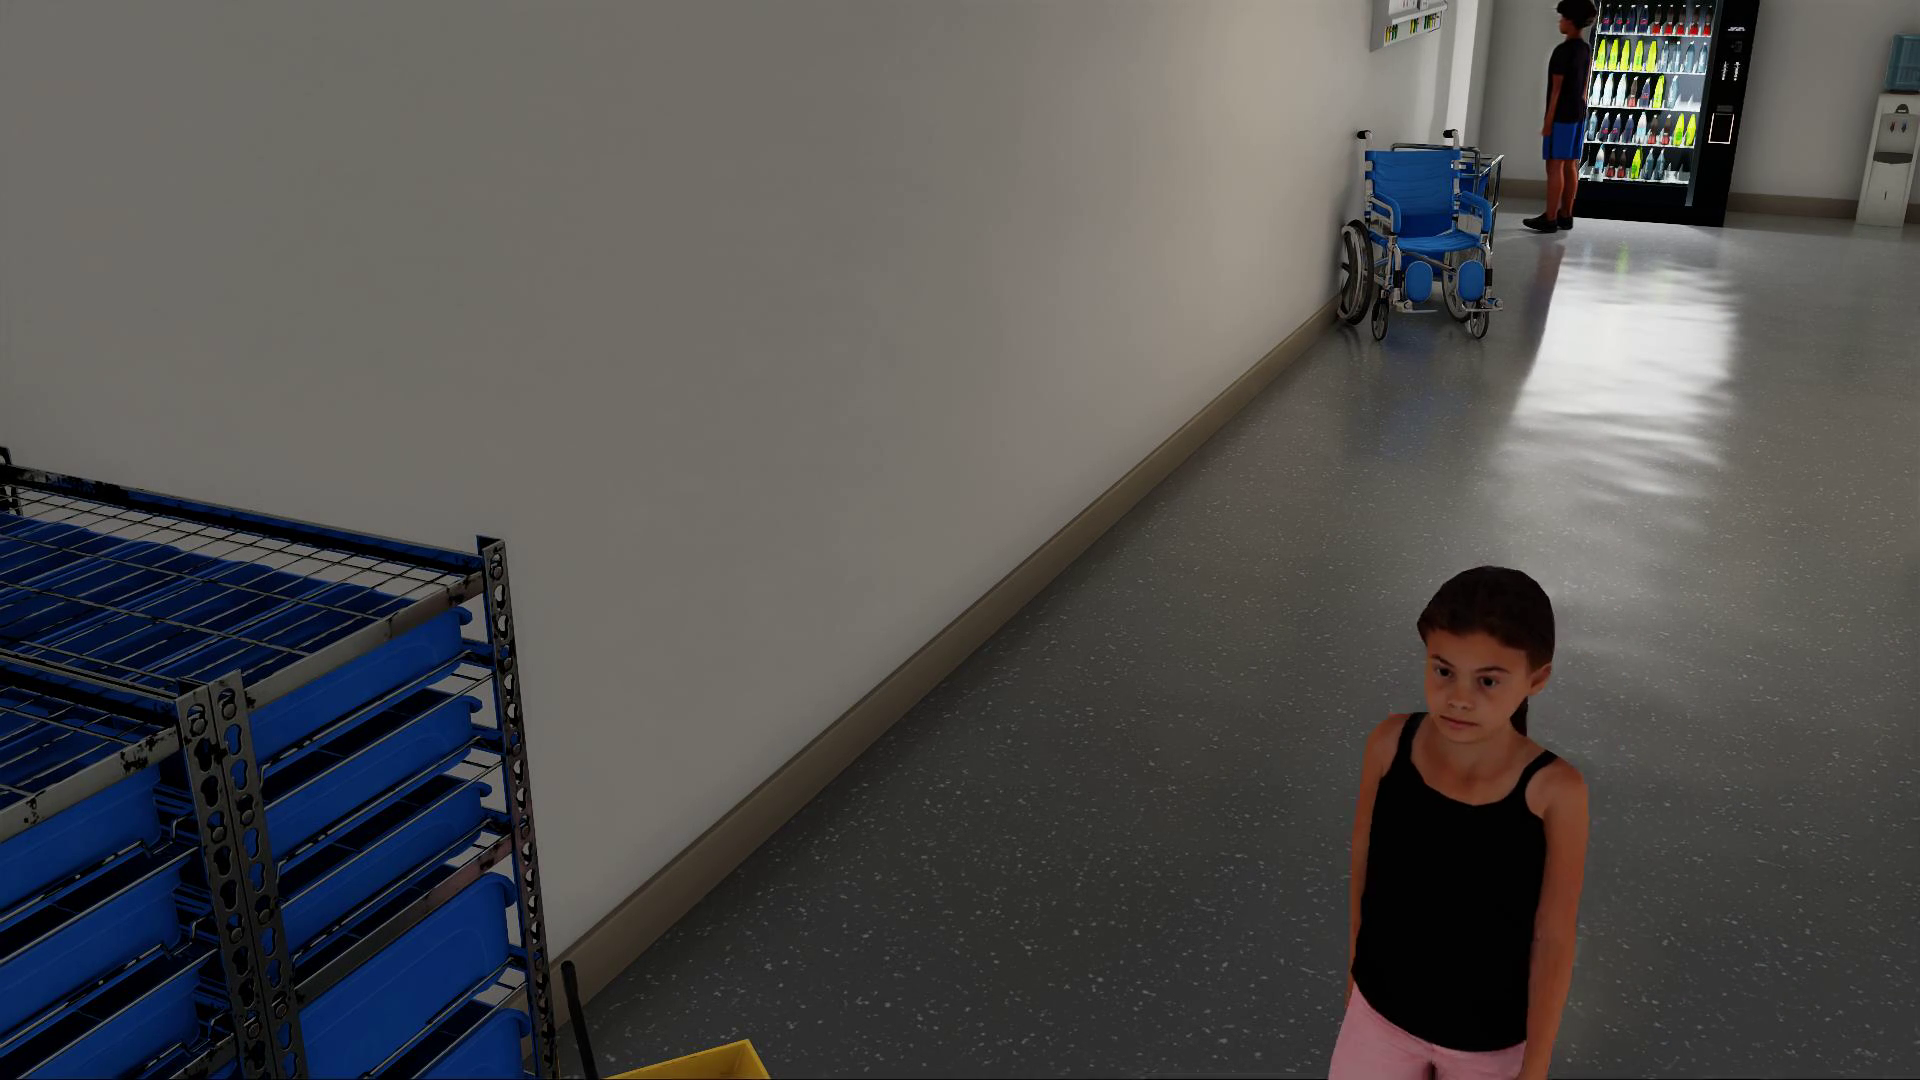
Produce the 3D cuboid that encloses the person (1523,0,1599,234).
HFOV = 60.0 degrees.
[{"bbox_3d":[4.784,-3.350,13.113,0.675,1.794,0.674,-18,27,-39],"label":"person"}]

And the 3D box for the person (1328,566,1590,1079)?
[{"bbox_3d":[0.786,0.745,2.646,0.601,1.550,0.594,11,23,27],"label":"person"}]
